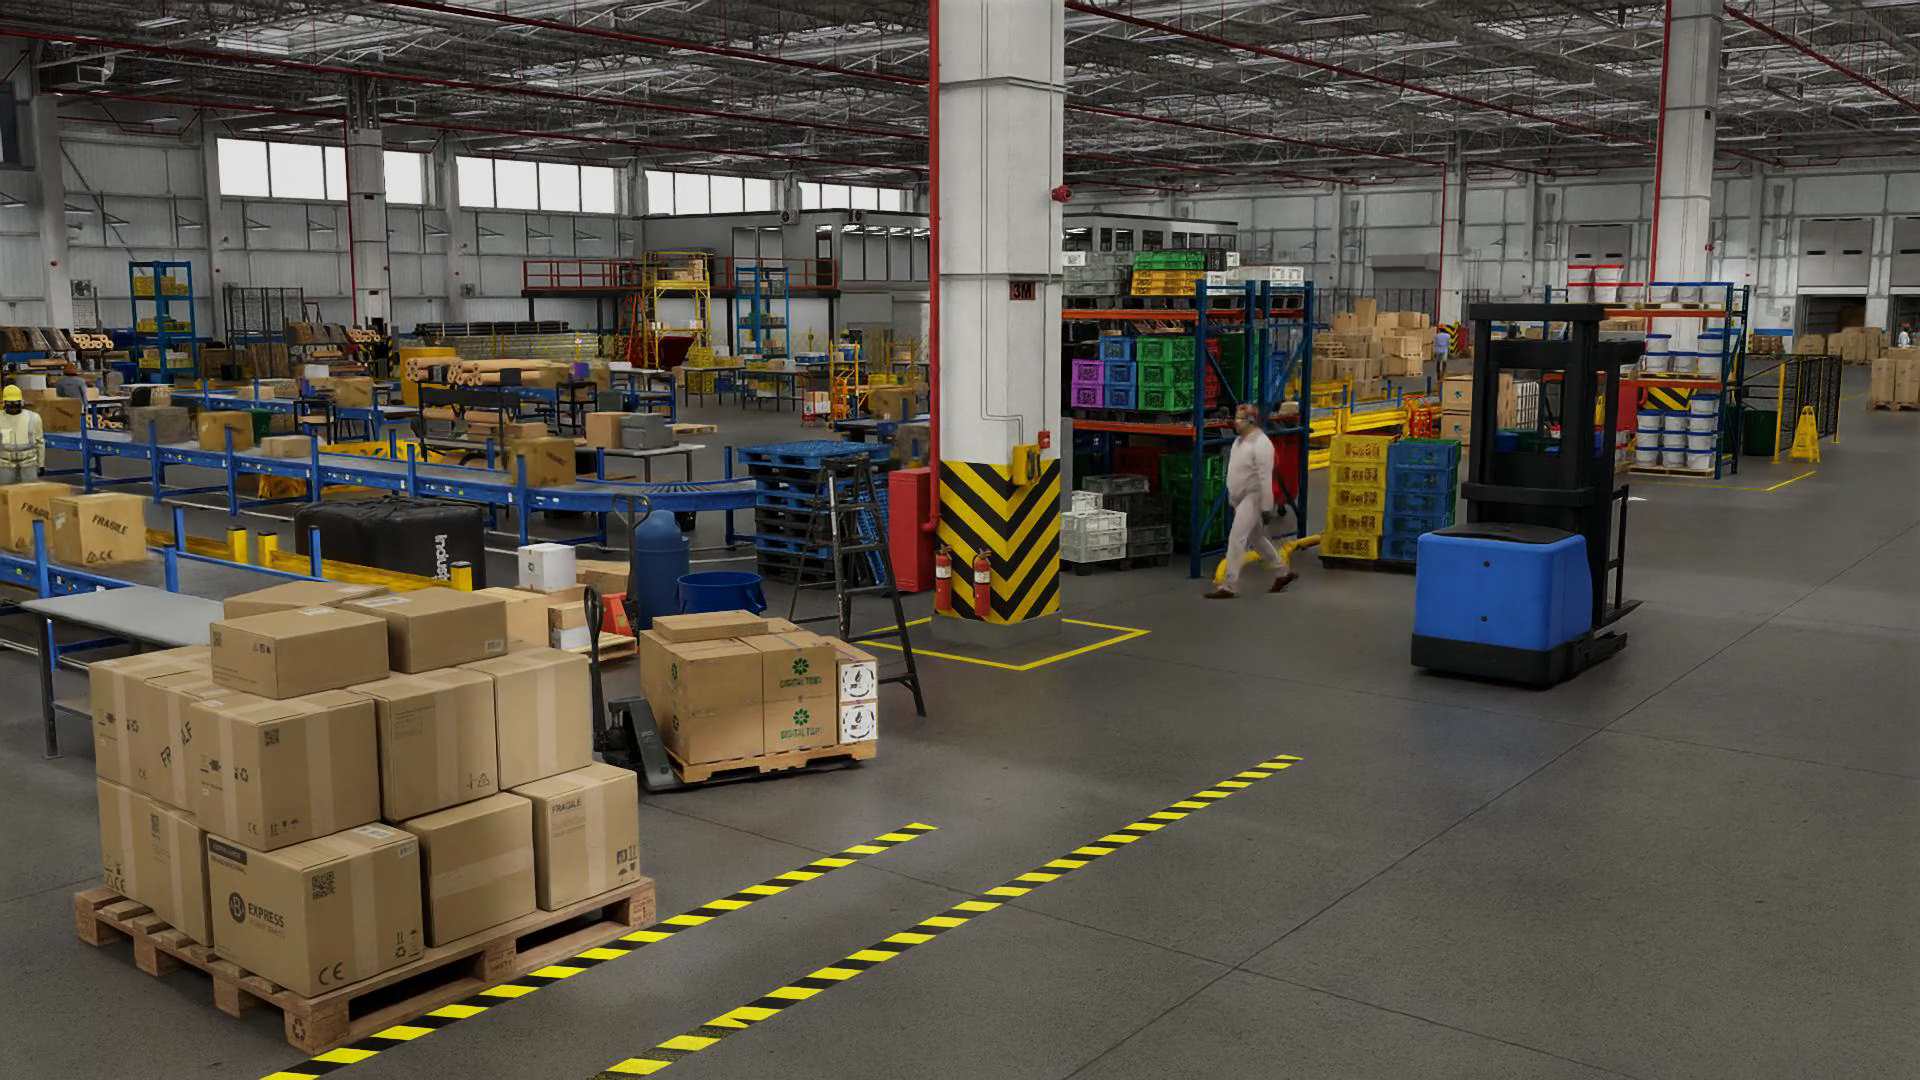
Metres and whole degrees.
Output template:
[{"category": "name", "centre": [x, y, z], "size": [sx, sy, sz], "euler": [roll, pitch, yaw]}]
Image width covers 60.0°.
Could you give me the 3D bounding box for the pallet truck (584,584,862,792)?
[{"category": "pallet truck", "centre": [-1.426, 0.805, 10.019], "size": [1.601, 1.201, 0.680], "euler": [-4, 9, -26]}]

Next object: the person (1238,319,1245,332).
[{"category": "person", "centre": [11.600, -8.223, 68.544], "size": [0.399, 1.928, 0.542], "euler": [3, 9, 21]}]

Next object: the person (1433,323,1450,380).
[{"category": "person", "centre": [16.081, -6.289, 55.511], "size": [0.568, 1.920, 0.518], "euler": [2, 9, 15]}]

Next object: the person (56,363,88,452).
[{"category": "person", "centre": [-16.233, -2.426, 30.437], "size": [0.507, 1.632, 0.275], "euler": [-2, 9, -15]}]

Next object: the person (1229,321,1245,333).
[{"category": "person", "centre": [9.367, -6.422, 56.211], "size": [0.613, 1.975, 0.522], "euler": [0, 8, 0]}]

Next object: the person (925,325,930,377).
[{"category": "person", "centre": [-0.940, -6.509, 57.358], "size": [0.512, 1.818, 0.597], "euler": [8, 11, 42]}]

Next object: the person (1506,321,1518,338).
[{"category": "person", "centre": [25.918, -9.590, 78.047], "size": [0.534, 1.836, 0.416], "euler": [1, 8, 4]}]

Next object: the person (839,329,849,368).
[{"category": "person", "centre": [-3.718, -5.930, 53.696], "size": [0.299, 1.743, 0.486], "euler": [5, 10, 29]}]

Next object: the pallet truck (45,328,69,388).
[{"category": "pallet truck", "centre": [-23.775, -4.544, 43.495], "size": [1.885, 1.965, 0.823], "euler": [6, 10, 35]}]

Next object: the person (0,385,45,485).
[{"category": "person", "centre": [-11.115, -0.916, 19.611], "size": [0.591, 1.826, 0.403], "euler": [-5, 10, -29]}]

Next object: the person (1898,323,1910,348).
[{"category": "person", "centre": [32.257, -6.469, 56.852], "size": [0.343, 1.882, 0.586], "euler": [4, 10, 28]}]

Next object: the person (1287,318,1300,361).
[{"category": "person", "centre": [13.892, -8.317, 69.349], "size": [0.614, 1.869, 0.421], "euler": [5, 10, 33]}]

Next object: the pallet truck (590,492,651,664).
[{"category": "pallet truck", "centre": [-3.115, 0.344, 12.883], "size": [0.653, 1.274, 1.630], "euler": [7, 11, 37]}]

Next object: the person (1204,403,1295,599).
[{"category": "person", "centre": [2.801, -0.379, 15.866], "size": [0.947, 1.872, 0.657], "euler": [-2, 9, -13]}]

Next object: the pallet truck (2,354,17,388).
[{"category": "pallet truck", "centre": [-24.881, -4.417, 42.634], "size": [1.885, 1.965, 0.823], "euler": [8, 11, 41]}]

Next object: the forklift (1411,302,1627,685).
[{"category": "forklift", "centre": [4.379, -0.438, 12.852], "size": [1.129, 2.768, 1.873], "euler": [7, 11, 37]}]
